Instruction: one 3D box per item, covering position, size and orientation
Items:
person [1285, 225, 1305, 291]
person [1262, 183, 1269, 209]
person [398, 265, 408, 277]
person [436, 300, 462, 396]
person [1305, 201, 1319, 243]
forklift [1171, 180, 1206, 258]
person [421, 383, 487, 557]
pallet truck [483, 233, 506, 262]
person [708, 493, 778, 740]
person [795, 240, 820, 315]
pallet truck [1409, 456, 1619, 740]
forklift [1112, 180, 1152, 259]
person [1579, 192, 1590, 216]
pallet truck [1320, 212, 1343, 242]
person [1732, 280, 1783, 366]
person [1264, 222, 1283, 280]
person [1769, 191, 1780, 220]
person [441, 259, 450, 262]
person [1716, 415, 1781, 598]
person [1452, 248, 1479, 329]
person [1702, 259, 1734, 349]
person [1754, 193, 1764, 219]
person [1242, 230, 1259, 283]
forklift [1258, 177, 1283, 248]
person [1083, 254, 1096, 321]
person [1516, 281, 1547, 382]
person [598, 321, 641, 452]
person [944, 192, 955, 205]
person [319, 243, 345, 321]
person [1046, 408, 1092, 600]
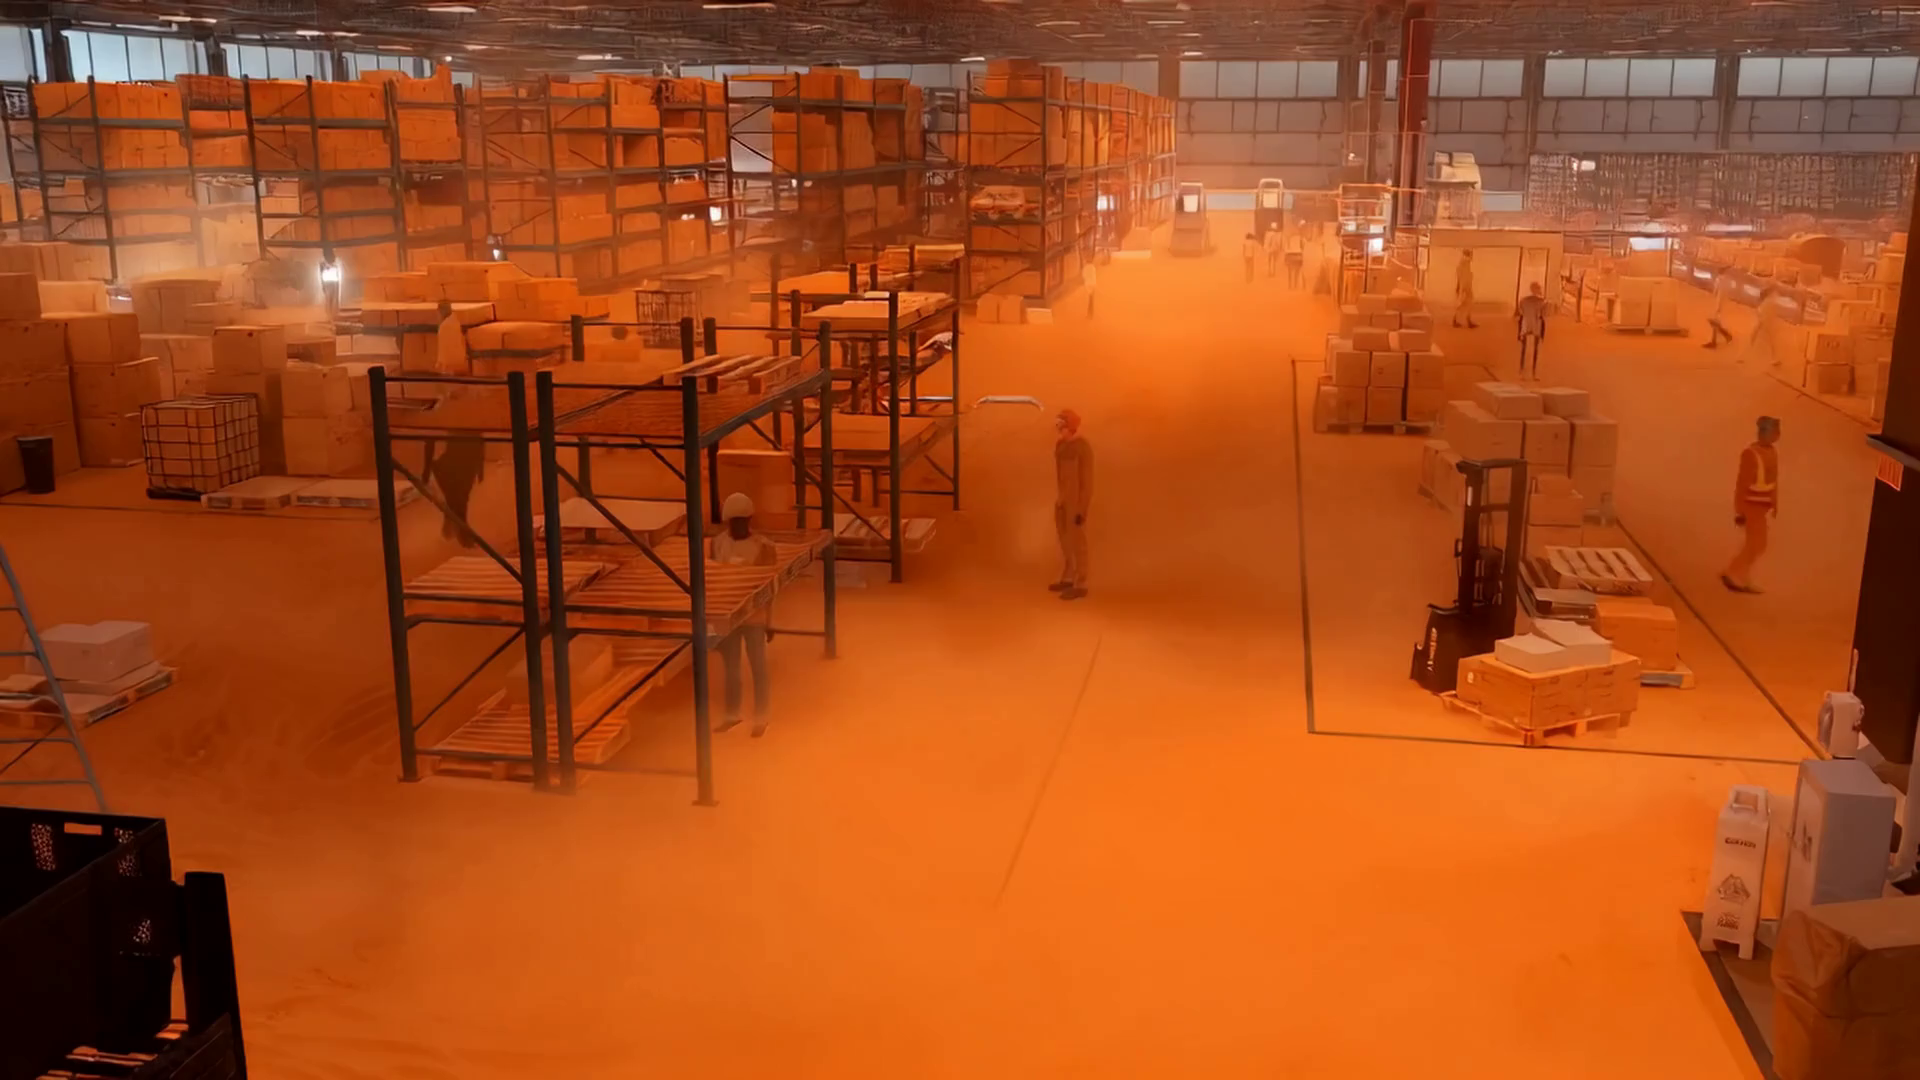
[{"bbox_3d":[9.786,-8.242,48.638,0.553,1.922,0.399,3,14,10],"label":"person"},{"bbox_3d":[16.045,-17.787,87.413,0.617,1.922,0.895,-12,18,-39],"label":"person"},{"bbox_3d":[-12.654,-5.479,38.046,0.706,1.607,0.544,-6,15,-21],"label":"person"},{"bbox_3d":[-8.286,-2.948,27.140,0.505,1.926,0.650,3,14,10],"label":"person"},{"bbox_3d":[14.633,-13.190,69.087,0.526,1.750,0.458,-3,14,-13],"label":"person"},{"bbox_3d":[8.501,-11.932,61.648,1.129,2.768,1.873,3,14,13],"label":"forklift"},{"bbox_3d":[-5.632,-0.866,18.446,0.951,2.000,0.721,10,17,35],"label":"person"},{"bbox_3d":[-11.832,-7.026,43.548,1.885,1.965,0.823,8,16,28],"label":"pallet truck"},{"bbox_3d":[-1.683,0.579,12.807,0.590,1.930,0.358,5,15,18],"label":"person"},{"bbox_3d":[-3.764,-6.400,41.035,0.622,1.981,0.406,-4,14,-17],"label":"person"},{"bbox_3d":[4.504,0.400,13.395,0.823,1.965,1.885,-6,15,-23],"label":"pallet truck"},{"bbox_3d":[6.082,-11.722,60.796,1.873,2.768,1.129,2,14,9],"label":"forklift"},{"bbox_3d":[29.925,-15.952,79.885,1.002,1.959,0.601,-2,14,-7],"label":"person"},{"bbox_3d":[15.874,-13.227,70.310,0.680,1.201,1.601,10,17,35],"label":"pallet truck"},{"bbox_3d":[16.032,-4.329,33.173,0.927,1.721,0.534,4,14,16],"label":"person"},{"bbox_3d":[9.929,-9.184,52.723,0.595,1.807,0.842,2,14,7],"label":"person"},{"bbox_3d":[39.279,-15.885,79.971,0.874,1.784,0.611,2,14,10],"label":"person"},{"bbox_3d":[-11.984,-5.779,39.127,0.577,1.678,0.548,0,14,0],"label":"person"},{"bbox_3d":[7.971,-0.324,16.615,0.584,1.871,0.404,-13,19,-43],"label":"person"},{"bbox_3d":[11.985,-5.924,39.237,0.555,1.909,0.781,-10,17,-36],"label":"person"},{"bbox_3d":[16.327,-5.049,35.679,0.499,1.918,0.560,6,15,23],"label":"person"},{"bbox_3d":[38.660,-15.992,80.345,0.819,1.815,0.574,3,14,12],"label":"person"},{"bbox_3d":[8.921,-8.703,51.153,0.504,1.618,0.651,1,14,6],"label":"person"},{"bbox_3d":[12.083,-12.747,64.956,1.129,2.768,1.873,3,14,10],"label":"forklift"},{"bbox_3d":[3.189,-6.236,41.076,0.310,1.638,0.523,0,14,2],"label":"person"},{"bbox_3d":[10.677,-3.891,31.086,0.534,1.868,0.310,6,15,23],"label":"person"},{"bbox_3d":[-4.935,-2.206,24.141,0.638,1.924,0.747,1,14,5],"label":"person"},{"bbox_3d":[-0.564,-18.282,89.797,0.581,1.731,0.646,0,14,1],"label":"person"},{"bbox_3d":[-15.464,-6.359,41.025,0.587,1.911,0.397,-8,16,-29],"label":"person"},{"bbox_3d":[1.084,-0.359,16.647,0.427,1.929,0.685,-6,15,-22],"label":"person"}]
